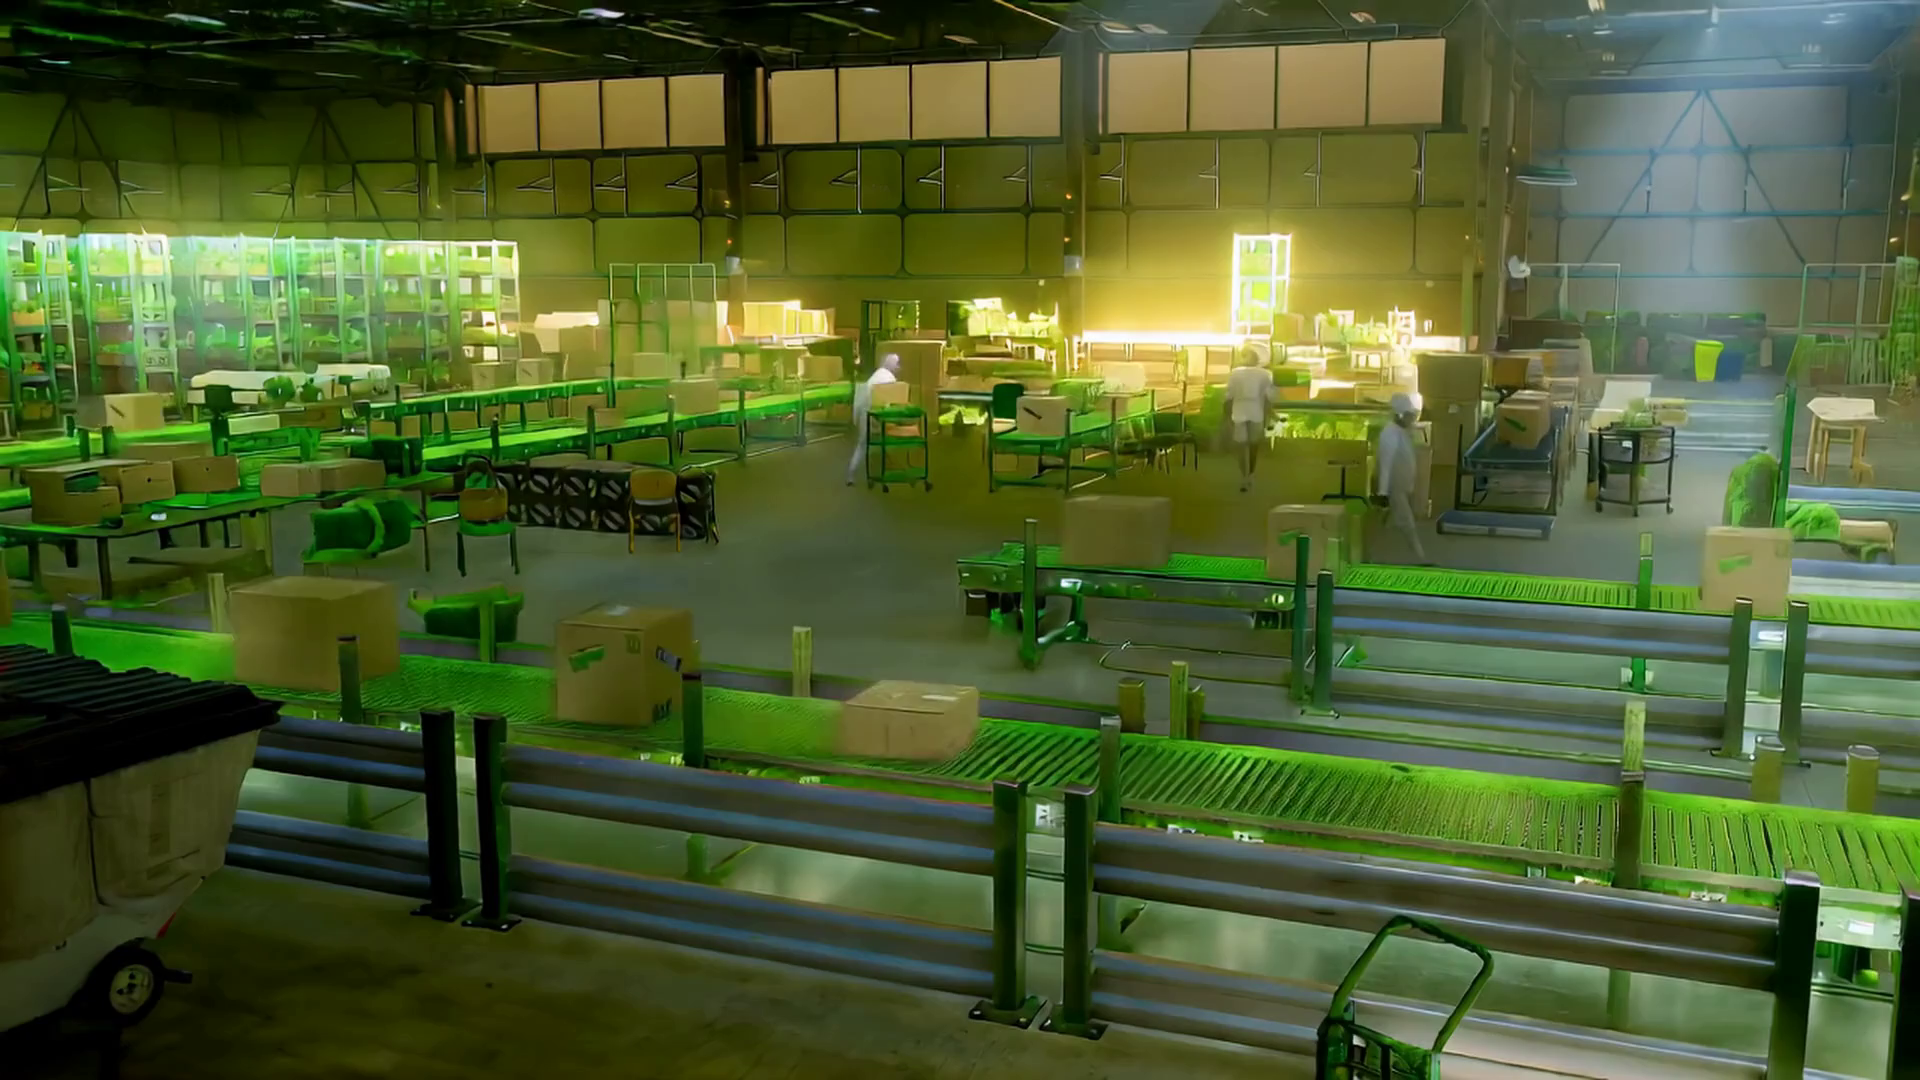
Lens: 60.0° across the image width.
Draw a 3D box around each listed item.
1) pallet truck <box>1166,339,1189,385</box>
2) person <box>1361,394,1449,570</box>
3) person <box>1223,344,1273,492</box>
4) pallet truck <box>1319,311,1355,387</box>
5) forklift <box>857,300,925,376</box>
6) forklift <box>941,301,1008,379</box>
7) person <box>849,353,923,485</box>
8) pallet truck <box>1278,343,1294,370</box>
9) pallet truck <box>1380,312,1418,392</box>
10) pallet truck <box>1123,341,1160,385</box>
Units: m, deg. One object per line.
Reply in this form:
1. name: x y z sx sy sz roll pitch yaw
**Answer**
1. pallet truck: 5.418 -4.269 40.420 0.704 1.261 1.522 3 10 20
2. person: 4.327 -0.531 16.249 0.928 1.778 0.611 4 10 21
3. person: 3.897 -1.655 22.479 0.627 1.988 1.056 1 9 5
4. pallet truck: 9.071 -4.419 39.190 0.823 1.965 1.885 5 10 26
5. forklift: -1.732 -5.109 42.468 1.157 1.987 2.680 4 10 22
6. forklift: 0.365 -4.966 41.571 1.157 1.987 2.680 3 10 20
7. person: -1.091 -1.661 23.027 1.066 1.833 0.698 -7 12 -36
8. pallet truck: 7.886 -4.163 39.743 0.653 1.274 1.630 4 10 22
9. pallet truck: 10.207 -4.283 38.369 0.823 1.965 1.885 3 10 20
10. pallet truck: 4.445 -4.380 41.279 0.680 1.201 1.601 4 10 22
